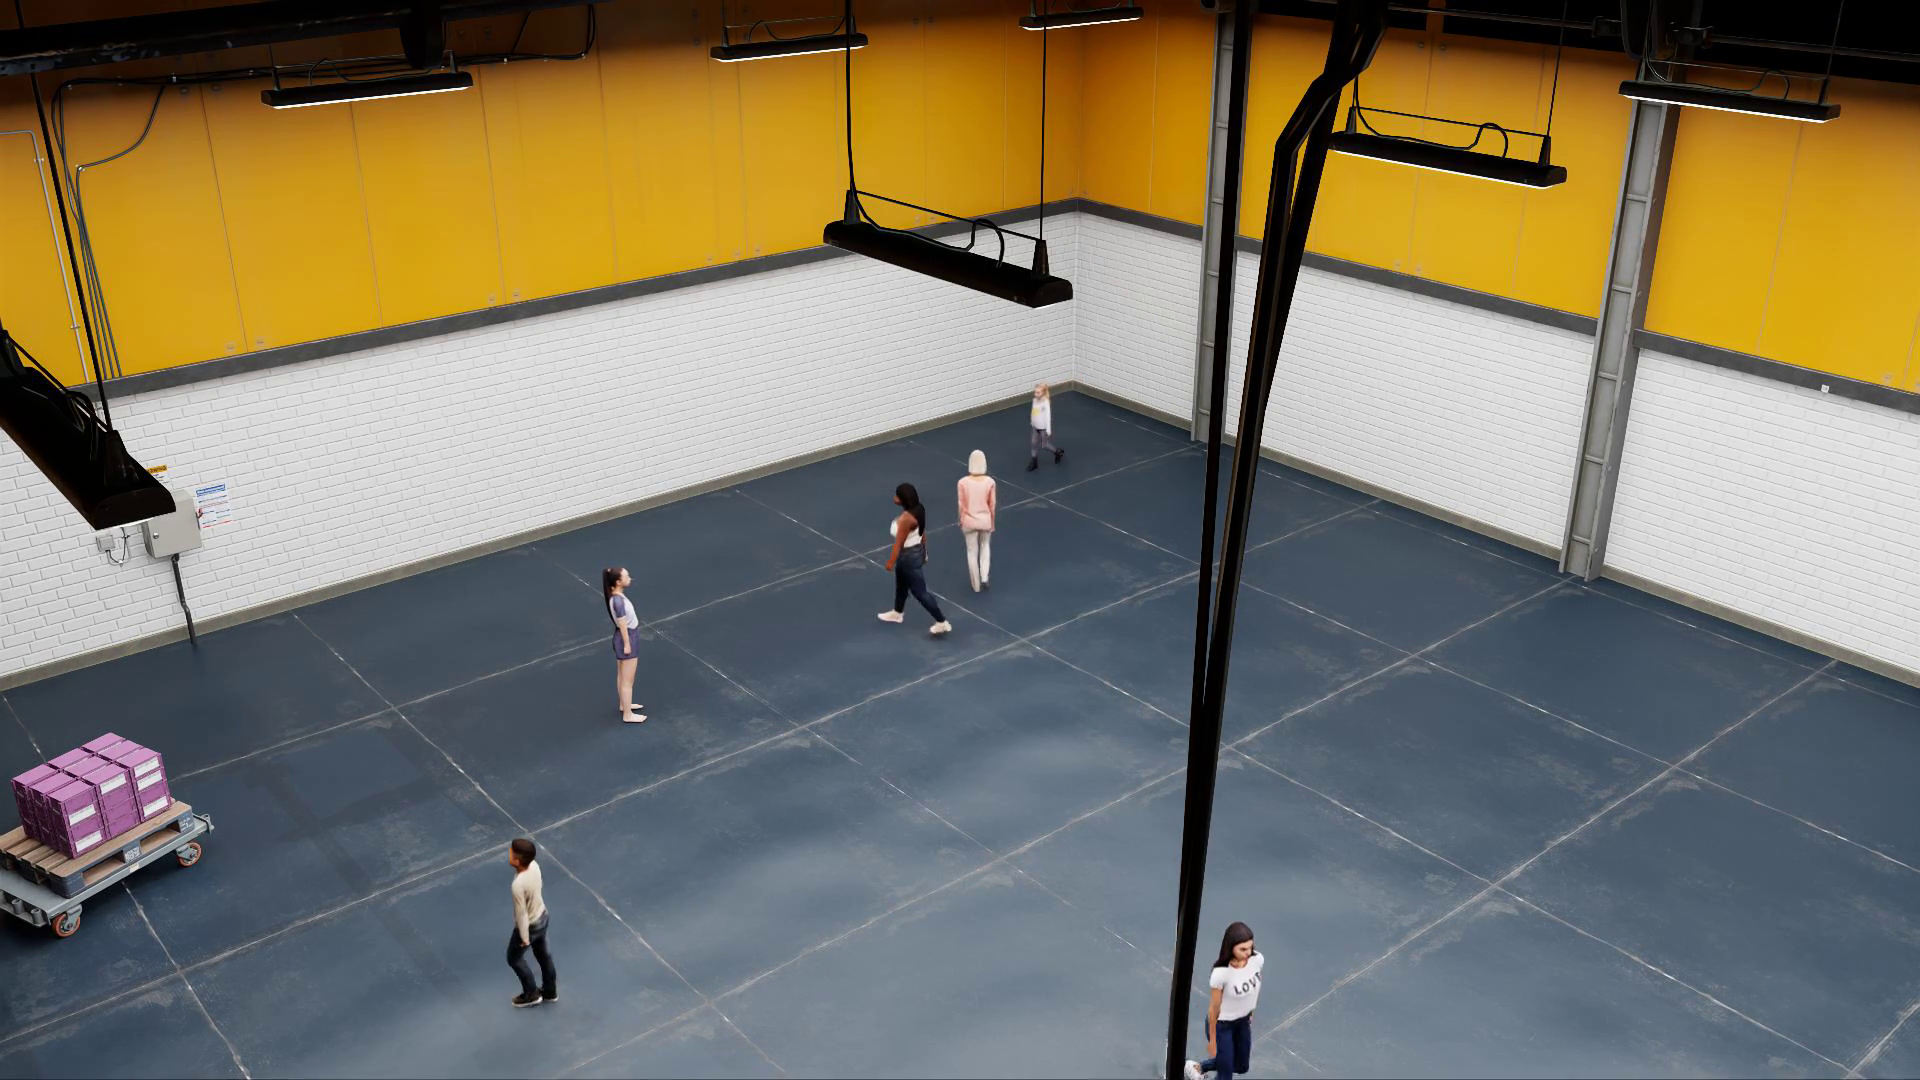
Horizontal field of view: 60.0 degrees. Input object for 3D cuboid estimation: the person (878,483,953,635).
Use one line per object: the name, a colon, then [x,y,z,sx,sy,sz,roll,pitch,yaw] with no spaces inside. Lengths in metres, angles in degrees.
person: [-0.450,0.239,18.163,1.208,1.769,1.071,7,25,16]

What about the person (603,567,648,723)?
person: [-3.348,1.019,16.528,0.719,1.651,0.577,-8,25,-18]

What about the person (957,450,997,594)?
person: [0.193,-0.182,19.197,0.723,1.714,0.768,-3,24,-6]

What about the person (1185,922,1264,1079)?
person: [1.752,3.257,11.279,0.644,1.753,0.828,-16,28,-31]

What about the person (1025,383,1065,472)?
person: [1.175,-1.574,22.946,0.588,1.259,0.732,-15,28,-31]

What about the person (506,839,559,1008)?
person: [-3.162,2.890,12.495,0.696,1.453,0.651,5,24,12]
